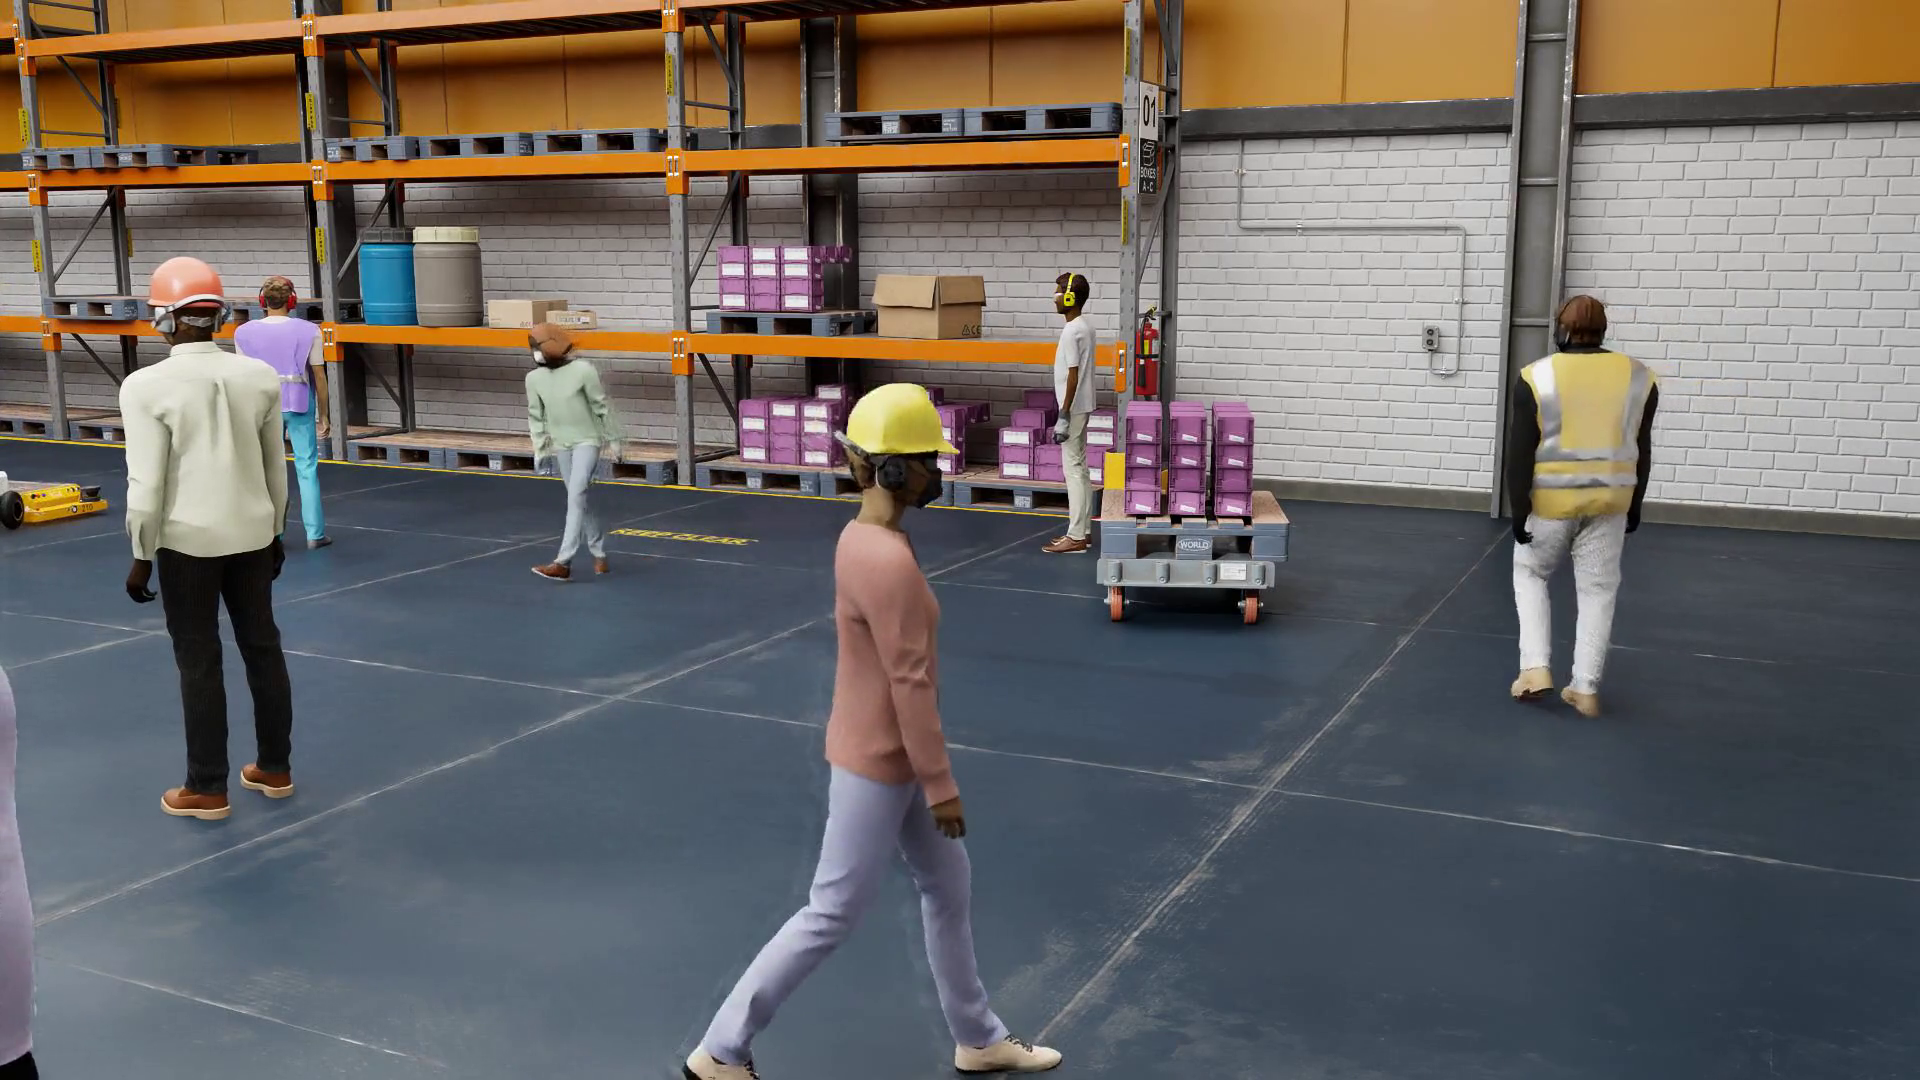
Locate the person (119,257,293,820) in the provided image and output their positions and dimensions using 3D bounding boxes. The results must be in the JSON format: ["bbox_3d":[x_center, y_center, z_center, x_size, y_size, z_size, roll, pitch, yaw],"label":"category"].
[{"bbox_3d":[-2.687,-0.002,5.951,0.378,1.996,0.611,6,12,32],"label":"person"}]

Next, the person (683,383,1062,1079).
[{"bbox_3d":[-0.221,0.495,3.879,0.896,1.728,0.523,-1,10,-5],"label":"person"}]

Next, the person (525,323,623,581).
[{"bbox_3d":[-2.397,-0.534,10.183,0.548,1.576,0.740,5,11,25],"label":"person"}]

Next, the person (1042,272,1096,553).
[{"bbox_3d":[0.741,-0.846,11.144,0.328,1.872,0.512,3,10,16],"label":"person"}]

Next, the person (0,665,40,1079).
[{"bbox_3d":[-1.643,0.703,2.410,0.664,1.825,0.437,2,10,10],"label":"person"}]

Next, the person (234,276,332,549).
[{"bbox_3d":[-4.534,-0.840,11.178,0.566,1.846,0.387,-2,10,-13],"label":"person"}]

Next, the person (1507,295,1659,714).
[{"bbox_3d":[2.706,-0.150,7.304,0.645,1.828,0.461,1,10,5],"label":"person"}]

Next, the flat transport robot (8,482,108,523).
[{"bbox_3d":[-7.313,-0.307,12.633,1.431,0.197,0.652,3,10,16],"label":"flat transport robot"}]

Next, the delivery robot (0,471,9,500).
[{"bbox_3d":[-7.046,-0.343,11.756,0.477,0.478,0.707,-1,10,-6],"label":"delivery robot"}]
